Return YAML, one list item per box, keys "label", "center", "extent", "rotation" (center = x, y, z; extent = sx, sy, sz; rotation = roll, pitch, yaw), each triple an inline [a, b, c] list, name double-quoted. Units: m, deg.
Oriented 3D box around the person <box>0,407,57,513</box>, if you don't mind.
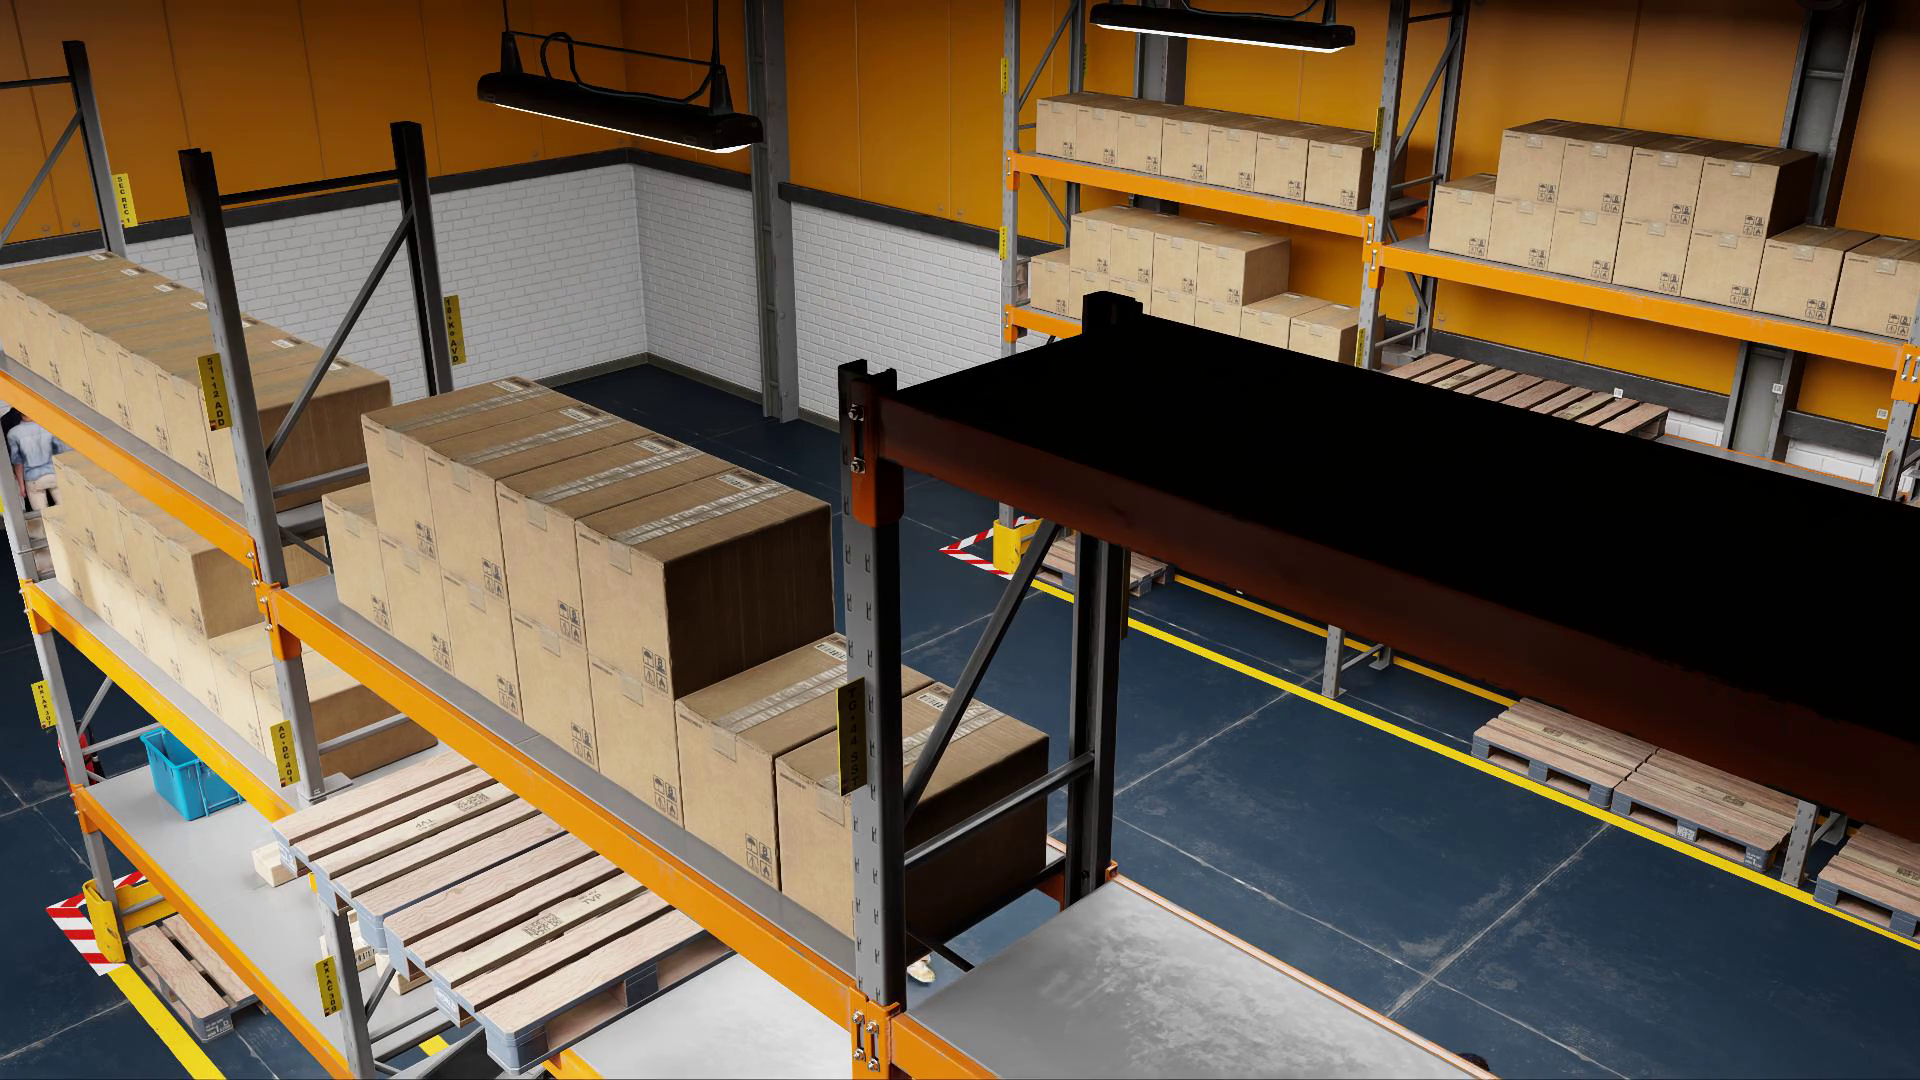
- label: "person"
  center: [-9.903, -0.850, 17.729]
  extent: [0.678, 1.815, 0.745]
  rotation: [13, 27, 28]
